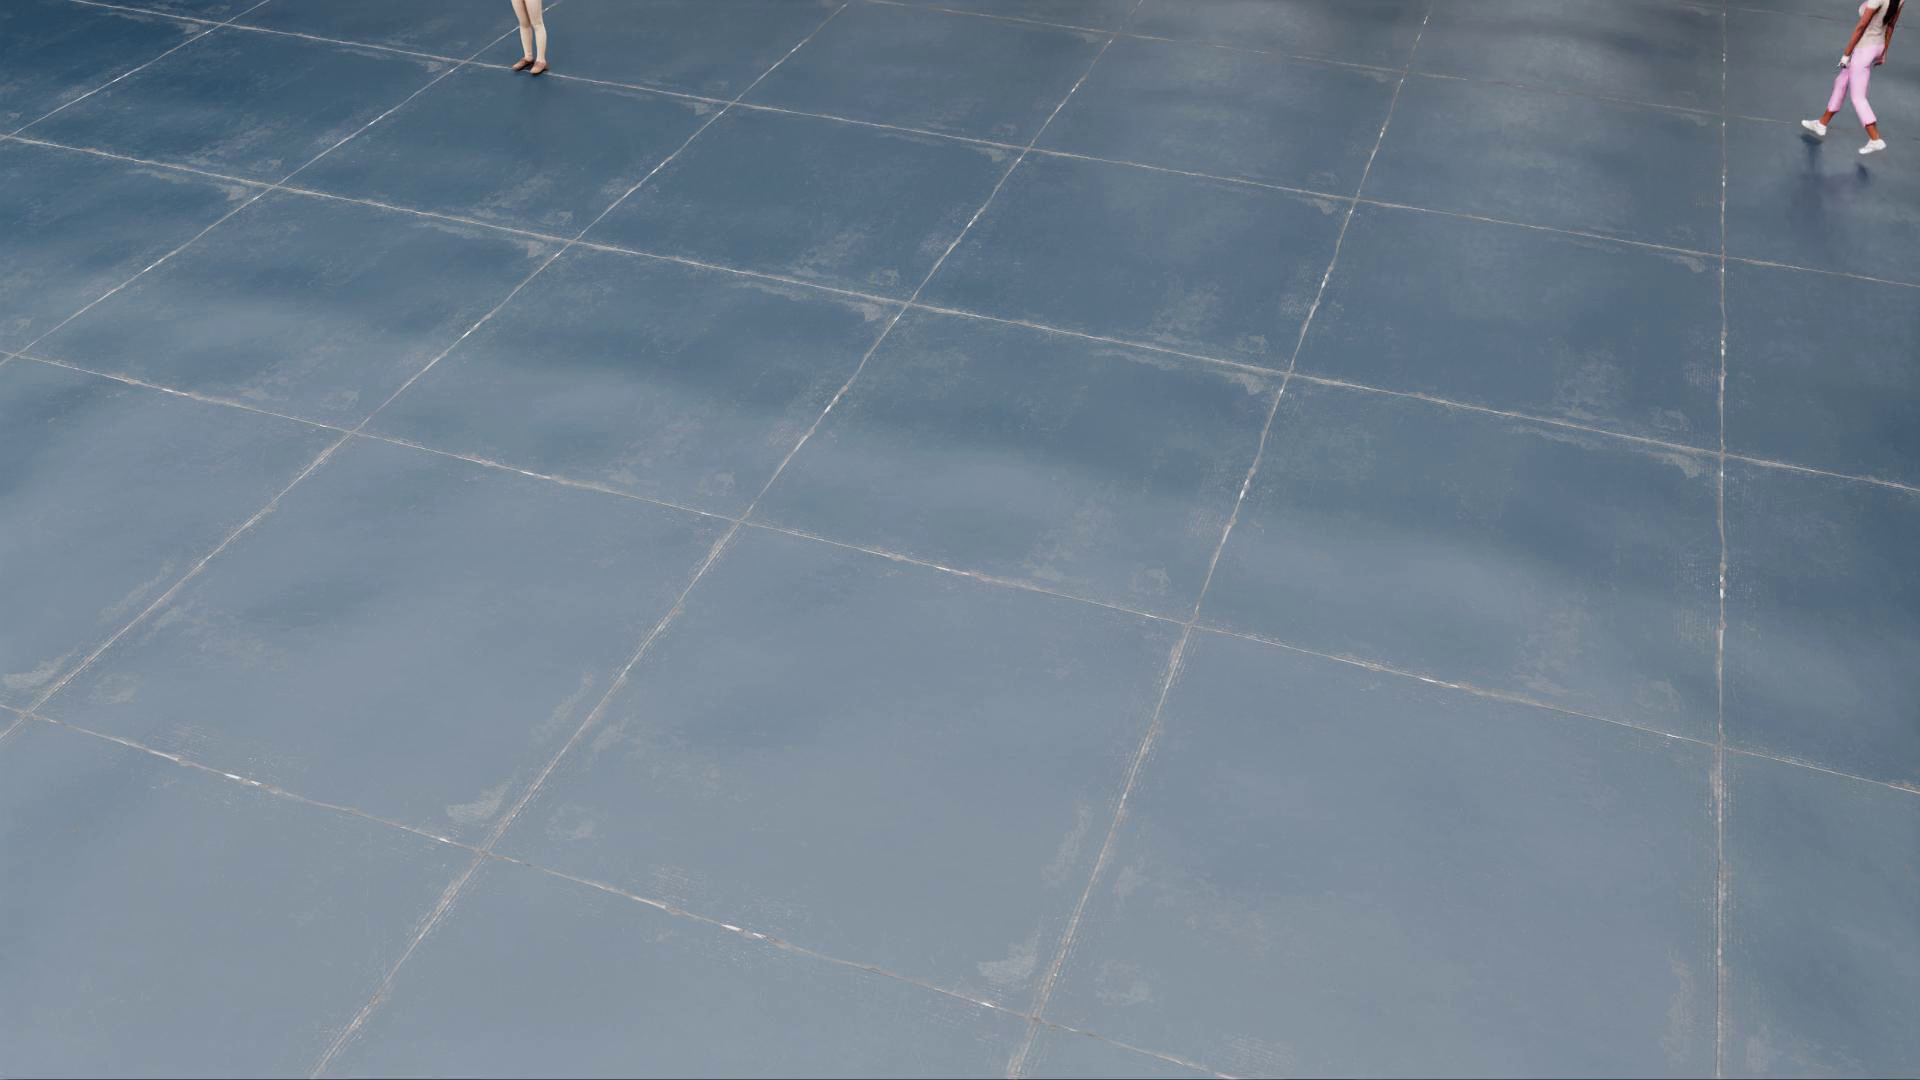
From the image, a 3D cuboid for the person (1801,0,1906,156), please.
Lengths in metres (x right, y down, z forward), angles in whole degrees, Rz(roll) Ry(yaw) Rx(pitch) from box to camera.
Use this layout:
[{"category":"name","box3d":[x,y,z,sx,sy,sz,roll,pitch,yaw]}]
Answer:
[{"category":"person","box3d":[8.072,-4.245,14.701,1.114,1.705,1.128,-19,42,-23]}]

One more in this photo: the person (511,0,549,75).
[{"category":"person","box3d":[-4.254,-5.440,16.271,0.645,1.654,0.571,13,40,16]}]
